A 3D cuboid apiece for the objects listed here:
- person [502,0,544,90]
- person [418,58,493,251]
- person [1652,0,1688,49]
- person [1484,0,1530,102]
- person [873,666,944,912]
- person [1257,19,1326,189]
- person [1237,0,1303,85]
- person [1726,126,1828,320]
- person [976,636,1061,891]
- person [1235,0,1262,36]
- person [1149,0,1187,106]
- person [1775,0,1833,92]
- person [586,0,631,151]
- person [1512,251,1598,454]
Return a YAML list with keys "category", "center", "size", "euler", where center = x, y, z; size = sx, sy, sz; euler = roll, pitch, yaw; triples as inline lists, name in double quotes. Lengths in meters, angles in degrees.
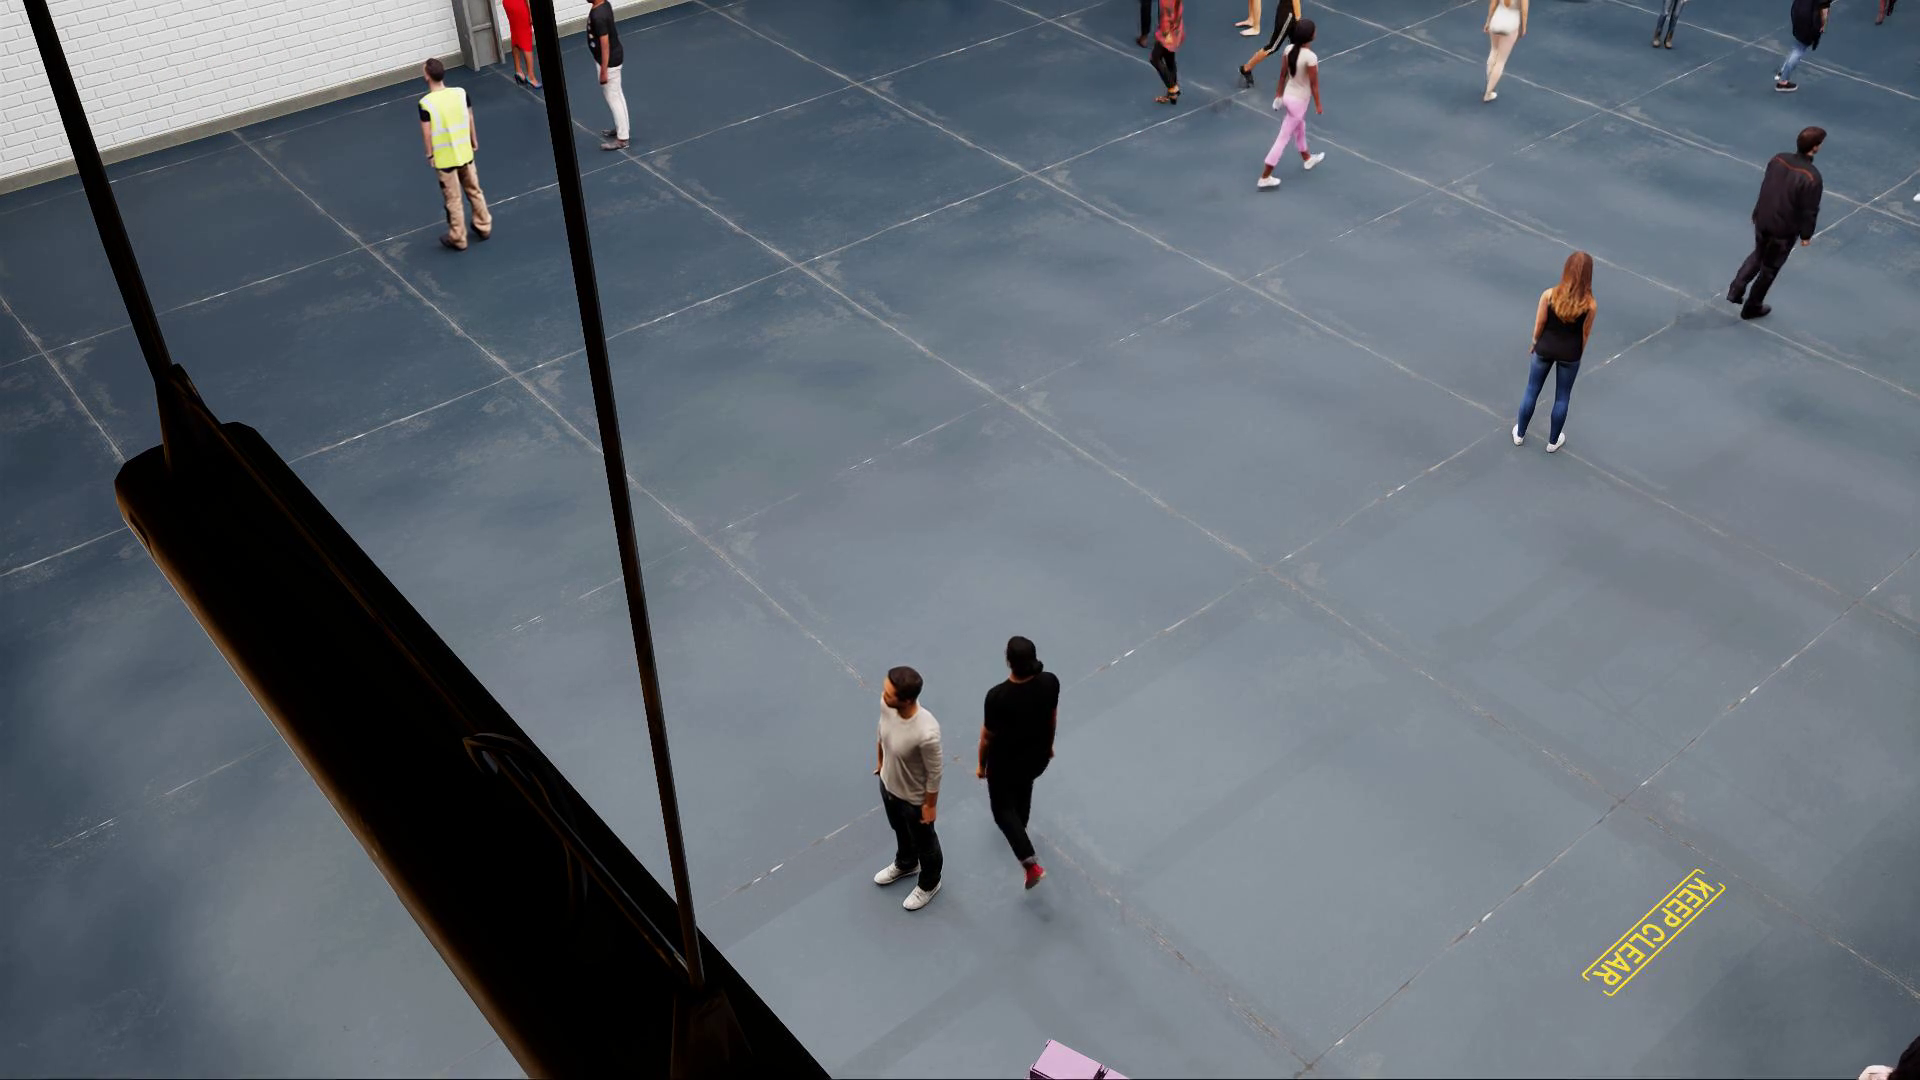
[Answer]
- category: "person"
  center: [-4.958, -5.931, 18.627]
  size: [0.606, 1.743, 0.550]
  euler: [29, 47, 31]
- category: "person"
  center: [-4.796, -3.646, 15.687]
  size: [0.774, 1.841, 0.640]
  euler: [31, 48, 33]
- category: "person"
  center: [8.480, -6.491, 19.672]
  size: [0.555, 1.314, 0.611]
  euler: [6, 39, 7]
- category: "person"
  center: [5.965, -5.620, 18.333]
  size: [0.635, 1.623, 0.779]
  euler: [28, 46, 30]
- category: "person"
  center: [-0.274, 1.377, 9.423]
  size: [0.517, 1.809, 0.658]
  euler: [-27, 46, -29]
- category: "person"
  center: [3.277, -4.323, 16.649]
  size: [1.168, 1.698, 0.743]
  euler: [-17, 42, -20]
- category: "person"
  center: [3.576, -5.872, 18.642]
  size: [1.119, 1.633, 1.064]
  euler: [5, 39, 6]
- category: "person"
  center: [7.102, -2.748, 14.570]
  size: [0.763, 1.832, 0.813]
  euler: [-16, 41, -19]
- category: "person"
  center: [0.365, 1.292, 9.585]
  size: [0.973, 1.740, 0.820]
  euler: [-17, 42, -20]
- category: "person"
  center: [3.524, -6.934, 19.893]
  size: [0.689, 1.731, 0.653]
  euler: [-1, 39, -2]
- category: "person"
  center: [2.379, -5.566, 18.209]
  size: [0.799, 1.693, 0.722]
  euler: [7, 39, 9]
- category: "person"
  center: [9.361, -5.797, 18.516]
  size: [0.821, 1.673, 0.779]
  euler: [-7, 39, -8]
- category: "person"
  center: [-3.675, -4.998, 17.410]
  size: [0.791, 1.805, 0.760]
  euler: [-3, 39, -4]
- category: "person"
  center: [4.690, -1.469, 13.055]
  size: [0.670, 1.723, 0.660]
  euler: [17, 42, 20]
